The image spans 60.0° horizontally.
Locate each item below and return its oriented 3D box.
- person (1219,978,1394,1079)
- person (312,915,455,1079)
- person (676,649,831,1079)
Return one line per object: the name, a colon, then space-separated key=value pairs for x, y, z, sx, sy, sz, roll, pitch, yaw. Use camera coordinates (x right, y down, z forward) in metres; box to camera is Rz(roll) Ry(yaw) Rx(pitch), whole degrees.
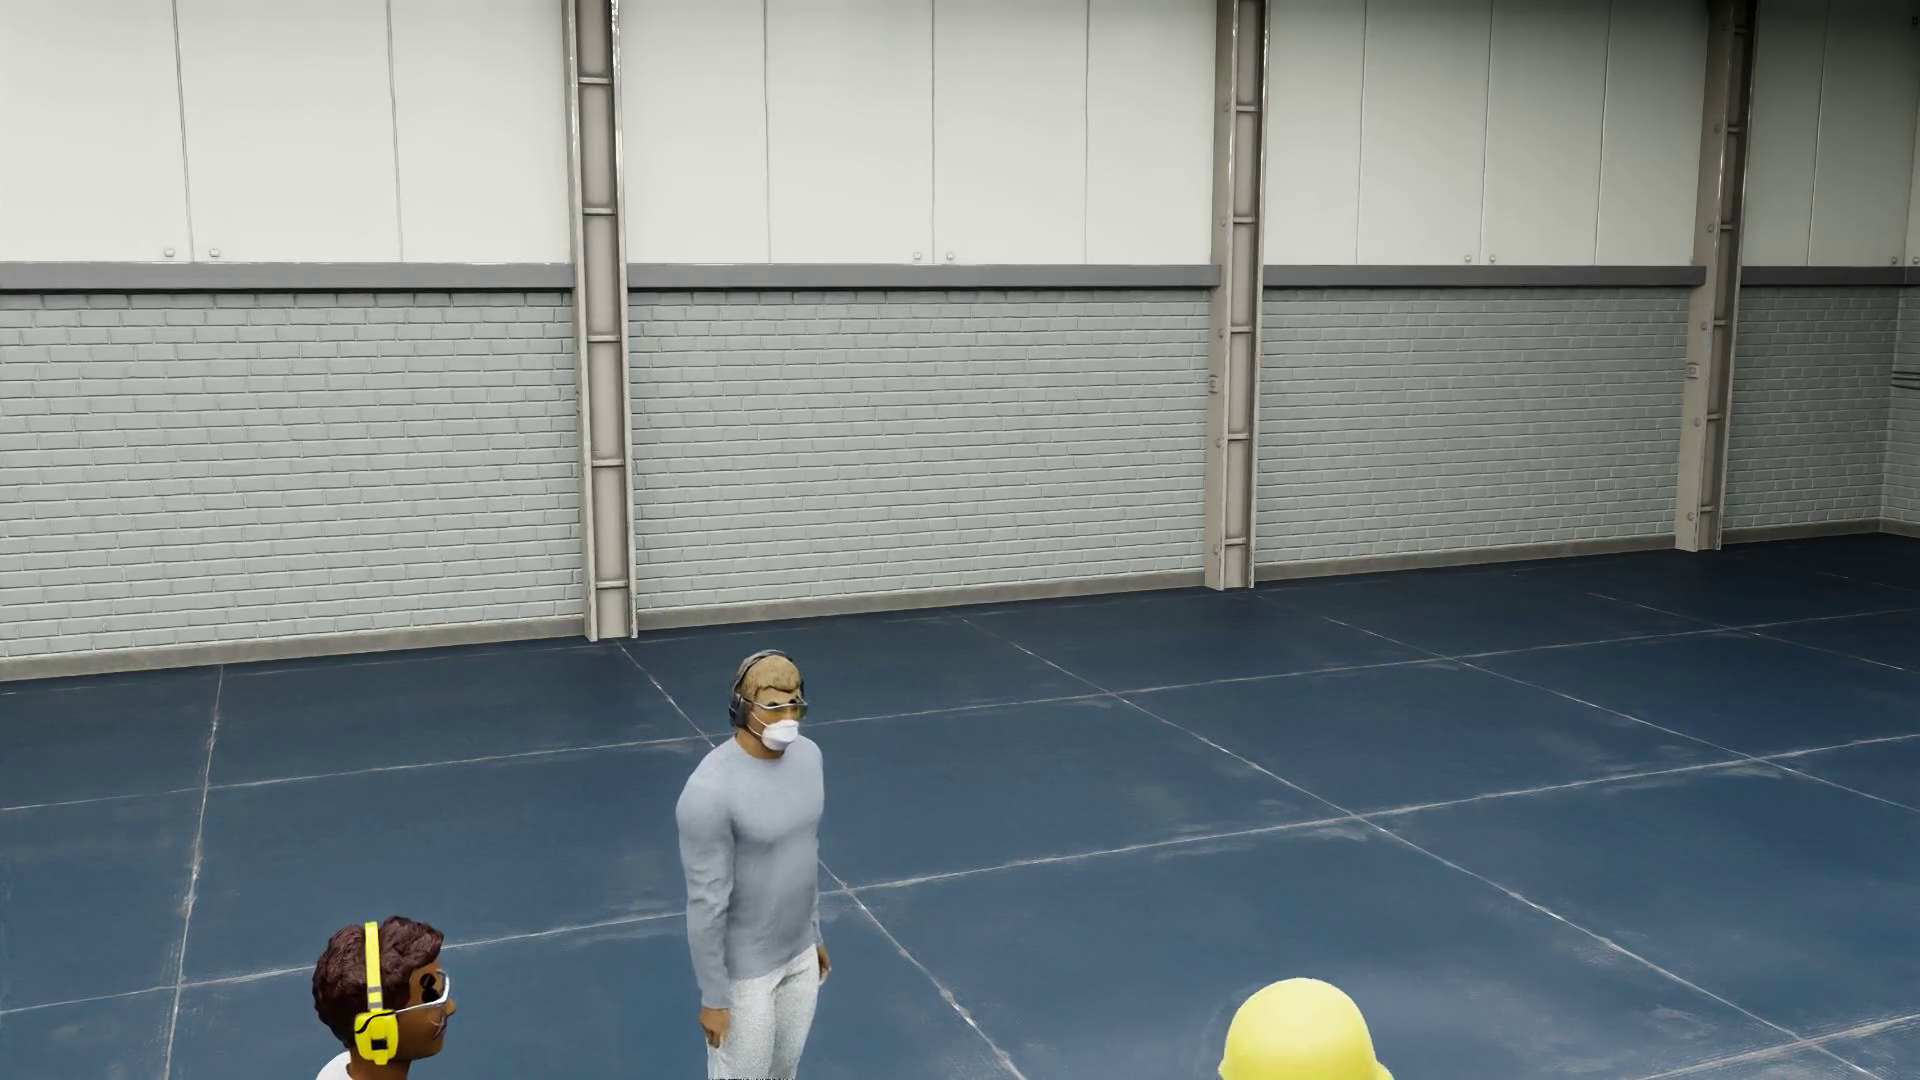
person: x=0.456 y=1.652 z=2.797 sx=0.852 sy=1.902 sz=0.593 roll=-4 pitch=10 yaw=-26
person: x=-1.051 y=1.609 z=3.147 sx=0.329 sy=1.872 sz=0.510 roll=-5 pitch=10 yaw=-27
person: x=-0.597 y=1.275 z=5.036 sx=0.369 sy=1.936 sz=0.630 roll=5 pitch=10 yaw=27
